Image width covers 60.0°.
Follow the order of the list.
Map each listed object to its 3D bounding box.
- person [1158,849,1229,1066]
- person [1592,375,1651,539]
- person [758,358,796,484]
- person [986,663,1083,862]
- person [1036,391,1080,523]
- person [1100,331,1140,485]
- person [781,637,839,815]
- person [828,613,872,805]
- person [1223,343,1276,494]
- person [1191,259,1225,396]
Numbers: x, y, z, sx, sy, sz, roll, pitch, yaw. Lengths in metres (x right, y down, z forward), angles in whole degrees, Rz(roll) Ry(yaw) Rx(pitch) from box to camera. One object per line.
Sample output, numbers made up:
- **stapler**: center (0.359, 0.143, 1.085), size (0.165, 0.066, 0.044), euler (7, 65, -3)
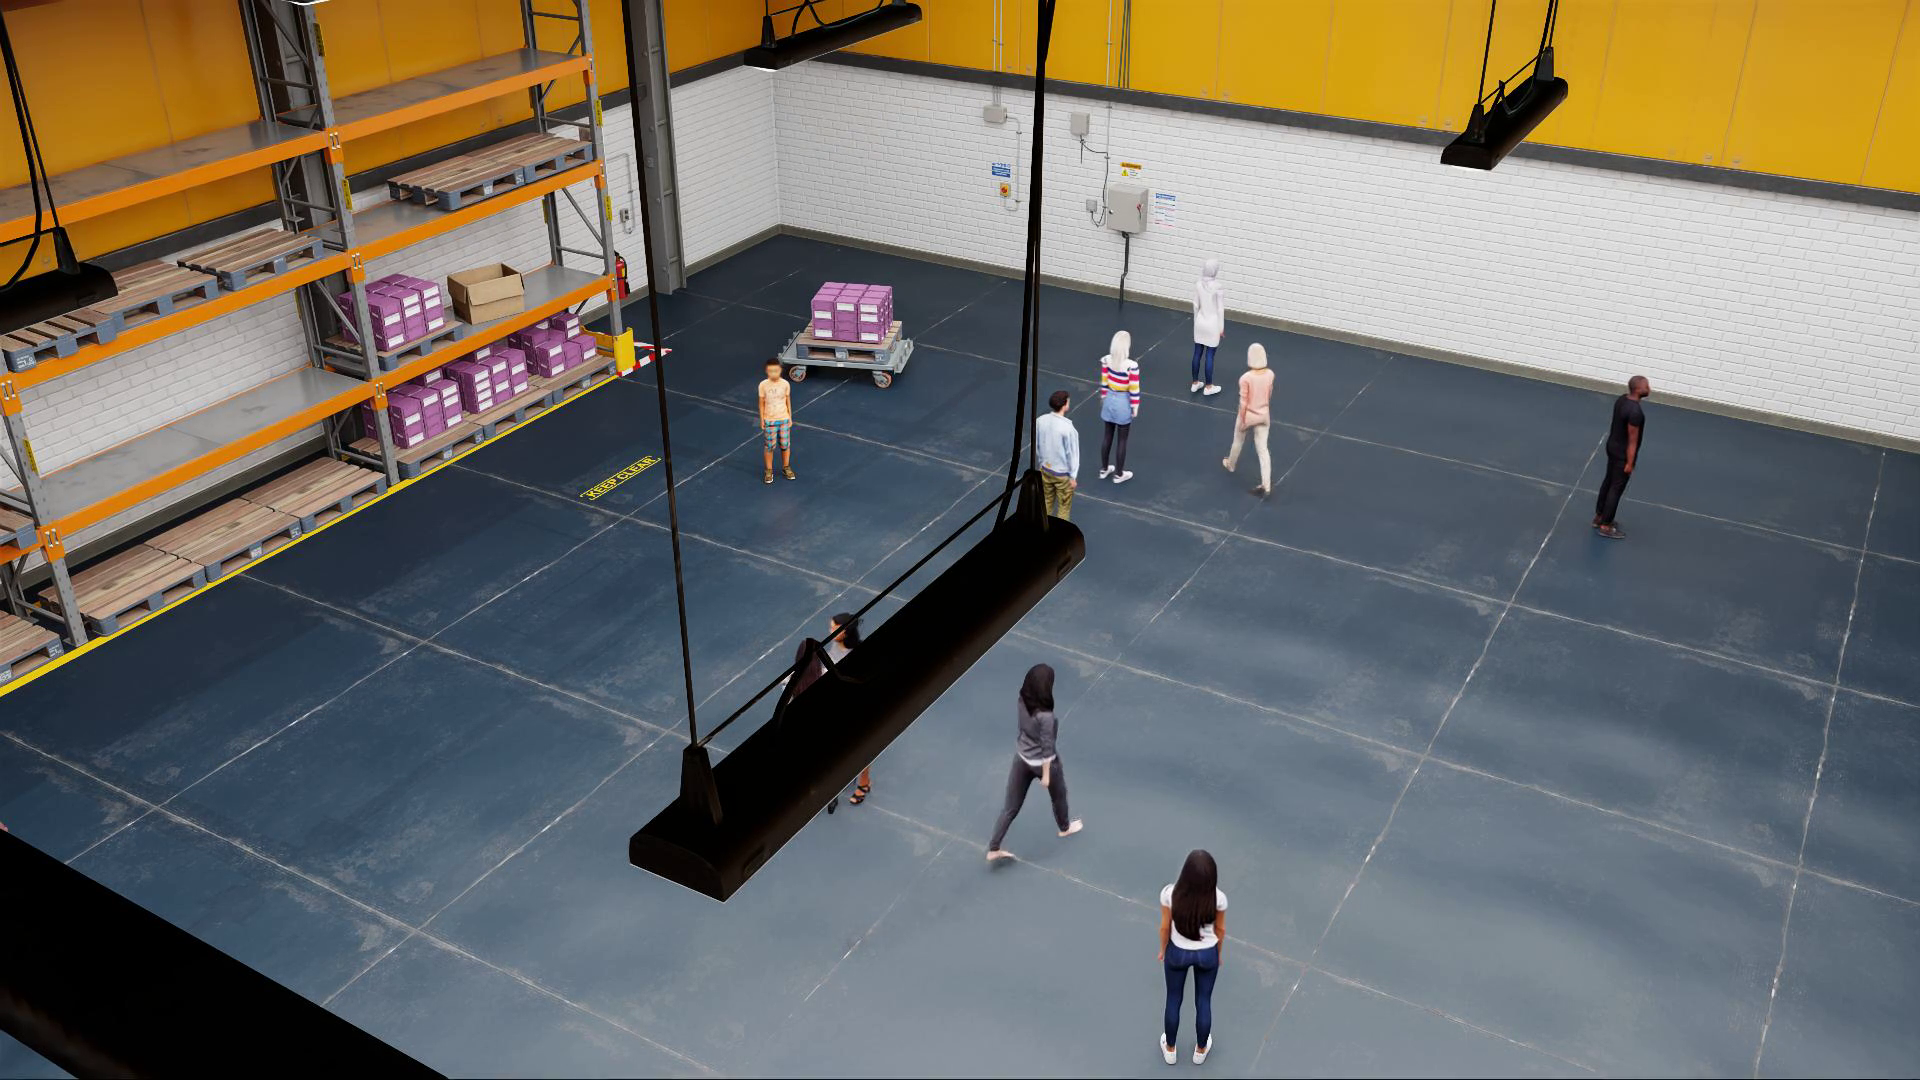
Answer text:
- **person**: center (1.537, 2.766, 11.030), size (0.659, 1.773, 0.647), euler (4, 29, 7)
- **person**: center (7.047, -0.911, 17.723), size (0.805, 1.819, 0.663), euler (2, 29, 4)
- **person**: center (-2.101, -1.382, 18.960), size (0.594, 1.461, 0.658), euler (-8, 30, -15)
- **person**: center (0.504, 1.775, 12.912), size (1.240, 1.710, 0.905), euler (-20, 34, -32)
- **person**: center (1.020, -0.718, 17.377), size (0.667, 1.811, 0.737), euler (-25, 37, -38)
- **person**: center (1.788, -1.522, 18.854), size (0.671, 1.809, 0.547), euler (20, 35, 33)
- **person**: center (-1.190, 1.518, 13.466), size (0.674, 1.631, 0.720), euler (-6, 29, -10)
- **person**: center (-0.904, 1.362, 13.597), size (0.659, 1.780, 0.662), euler (-20, 35, -32)
- **person**: center (3.342, -1.331, 18.643), size (1.158, 1.674, 1.154), euler (-10, 30, -18)
- **person**: center (3.130, -2.706, 21.058), size (0.656, 1.775, 0.603), euler (25, 37, 37)
